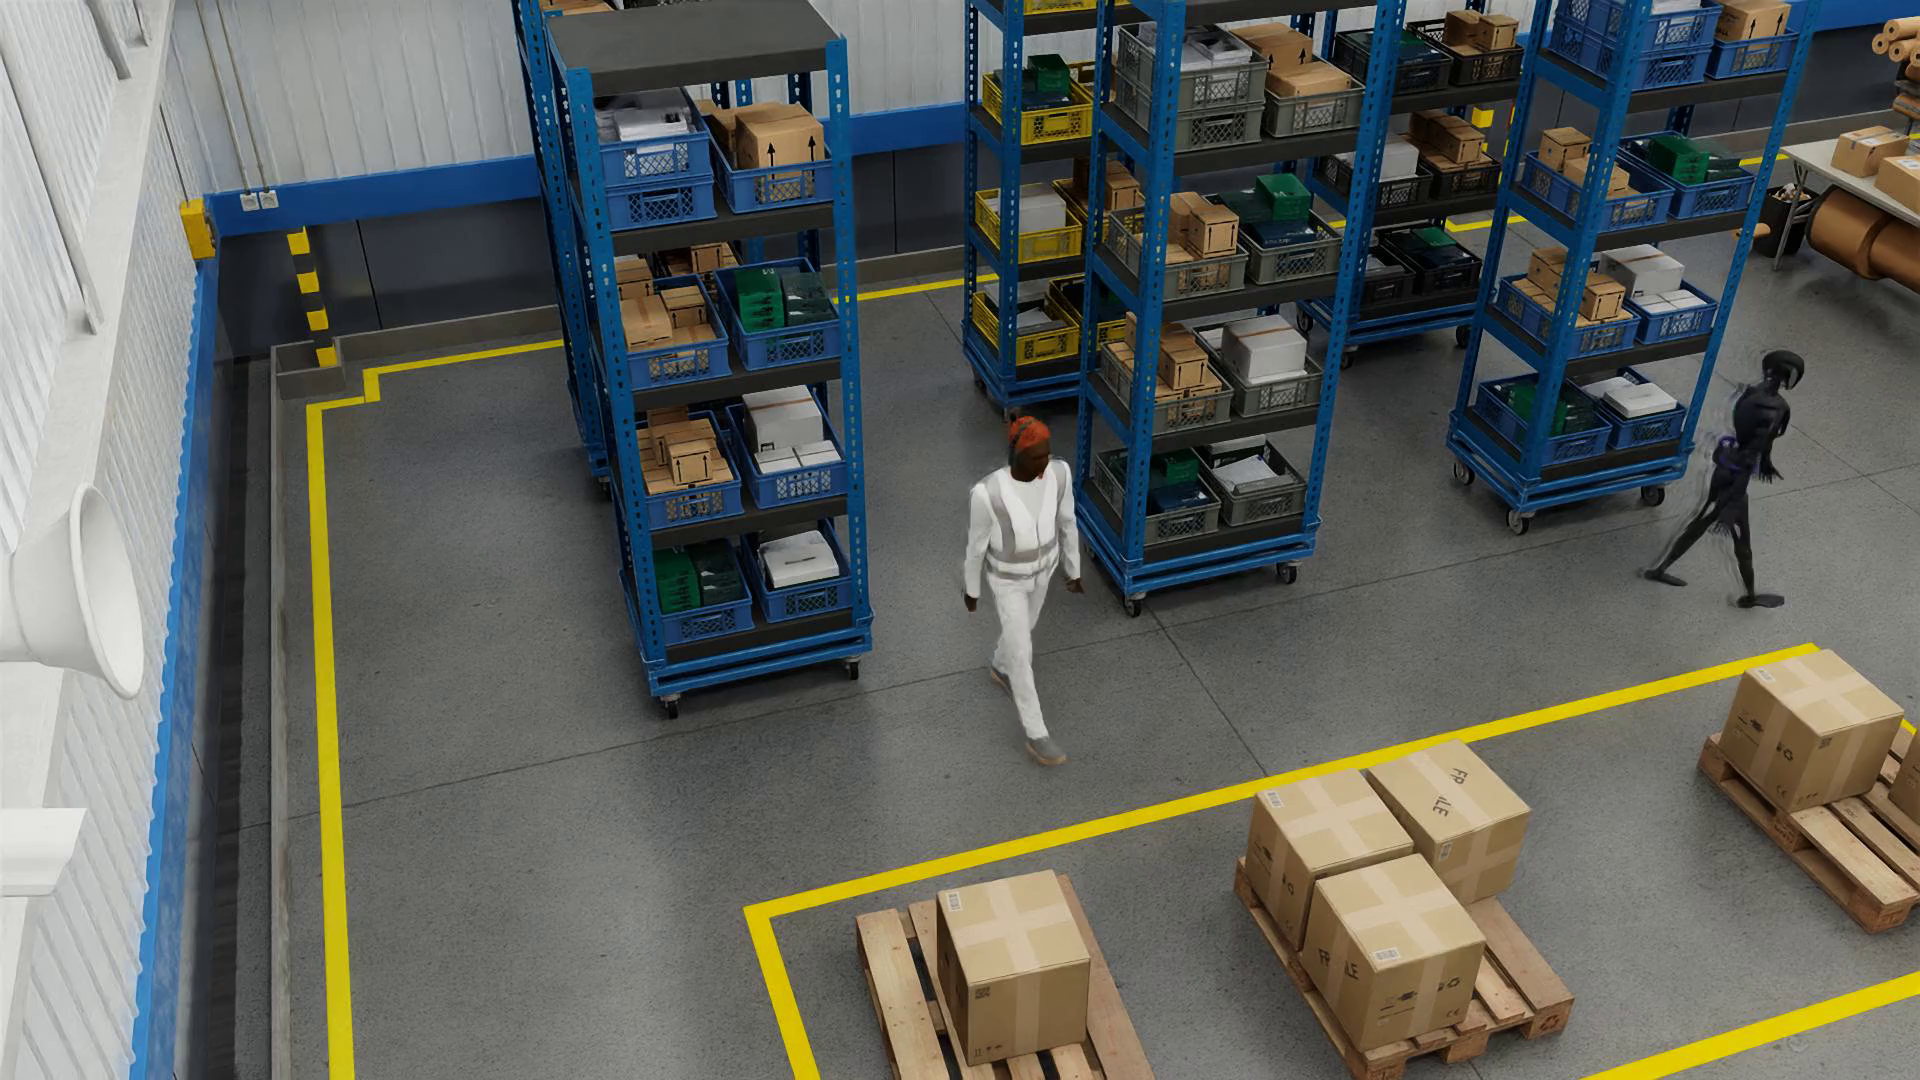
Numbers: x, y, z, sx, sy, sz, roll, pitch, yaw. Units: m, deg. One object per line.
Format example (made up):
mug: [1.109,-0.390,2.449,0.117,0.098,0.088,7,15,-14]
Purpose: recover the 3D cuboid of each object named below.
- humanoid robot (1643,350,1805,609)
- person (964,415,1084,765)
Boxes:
humanoid robot: [4.407,-0.343,9.362,0.767,1.627,0.612,11,37,15]
person: [0.363,0.209,8.402,0.598,1.836,0.884,-21,40,-27]
